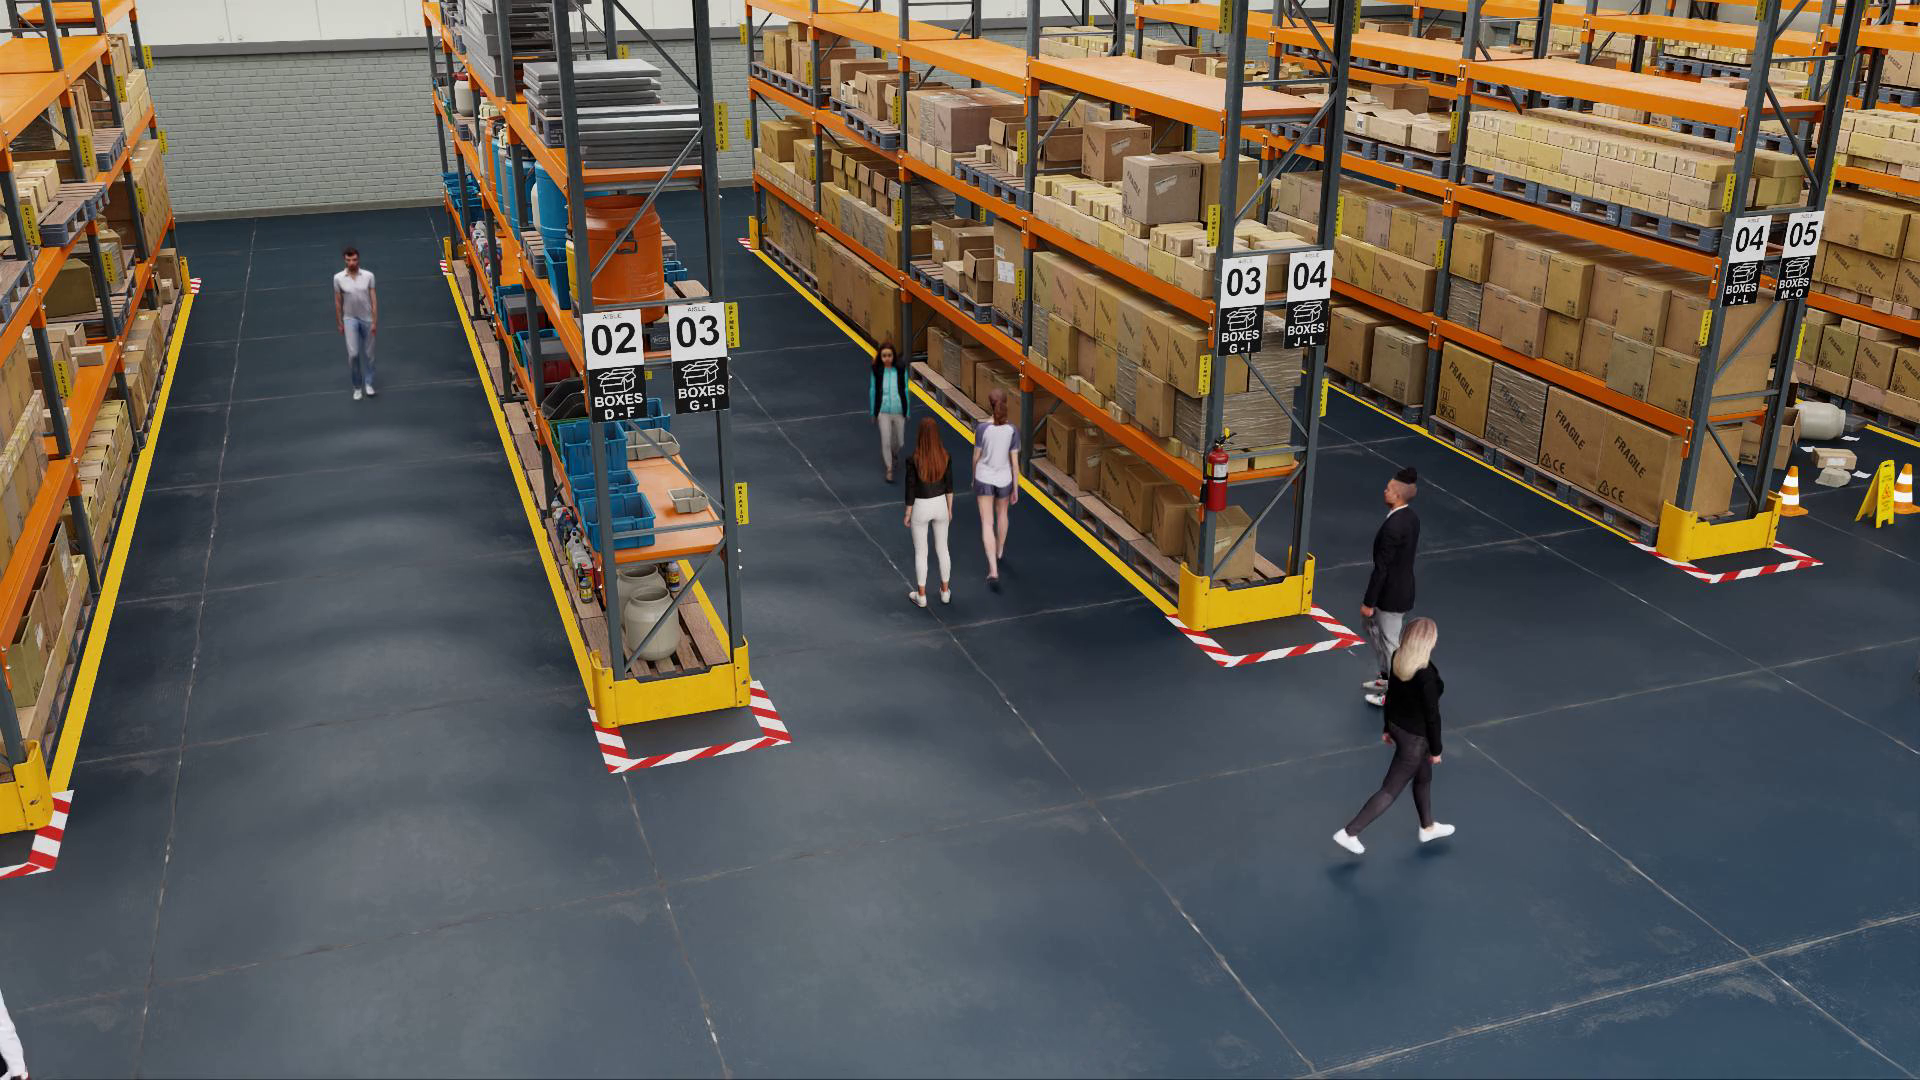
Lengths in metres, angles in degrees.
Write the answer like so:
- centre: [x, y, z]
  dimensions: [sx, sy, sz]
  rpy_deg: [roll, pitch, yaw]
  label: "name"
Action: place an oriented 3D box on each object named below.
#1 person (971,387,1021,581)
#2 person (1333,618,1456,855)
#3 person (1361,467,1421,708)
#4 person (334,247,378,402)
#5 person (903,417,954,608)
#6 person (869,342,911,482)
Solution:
- centre: [0.309, -0.468, 14.913]
  dimensions: [0.709, 1.725, 1.149]
  rpy_deg: [-4, 23, -9]
  label: "person"
- centre: [2.807, 1.302, 10.686]
  dimensions: [0.721, 1.650, 1.091]
  rpy_deg: [-6, 23, -15]
  label: "person"
- centre: [3.352, 0.395, 12.522]
  dimensions: [0.885, 1.939, 0.824]
  rpy_deg: [10, 24, 23]
  label: "person"
- centre: [-7.254, -2.649, 20.100]
  dimensions: [0.651, 1.834, 0.734]
  rpy_deg: [-9, 24, -21]
  label: "person"
- centre: [-0.264, -0.251, 14.411]
  dimensions: [0.608, 1.704, 0.528]
  rpy_deg: [-6, 23, -15]
  label: "person"
- centre: [-0.732, -1.367, 17.426]
  dimensions: [0.656, 1.487, 0.747]
  rpy_deg: [-3, 22, -6]
  label: "person"
